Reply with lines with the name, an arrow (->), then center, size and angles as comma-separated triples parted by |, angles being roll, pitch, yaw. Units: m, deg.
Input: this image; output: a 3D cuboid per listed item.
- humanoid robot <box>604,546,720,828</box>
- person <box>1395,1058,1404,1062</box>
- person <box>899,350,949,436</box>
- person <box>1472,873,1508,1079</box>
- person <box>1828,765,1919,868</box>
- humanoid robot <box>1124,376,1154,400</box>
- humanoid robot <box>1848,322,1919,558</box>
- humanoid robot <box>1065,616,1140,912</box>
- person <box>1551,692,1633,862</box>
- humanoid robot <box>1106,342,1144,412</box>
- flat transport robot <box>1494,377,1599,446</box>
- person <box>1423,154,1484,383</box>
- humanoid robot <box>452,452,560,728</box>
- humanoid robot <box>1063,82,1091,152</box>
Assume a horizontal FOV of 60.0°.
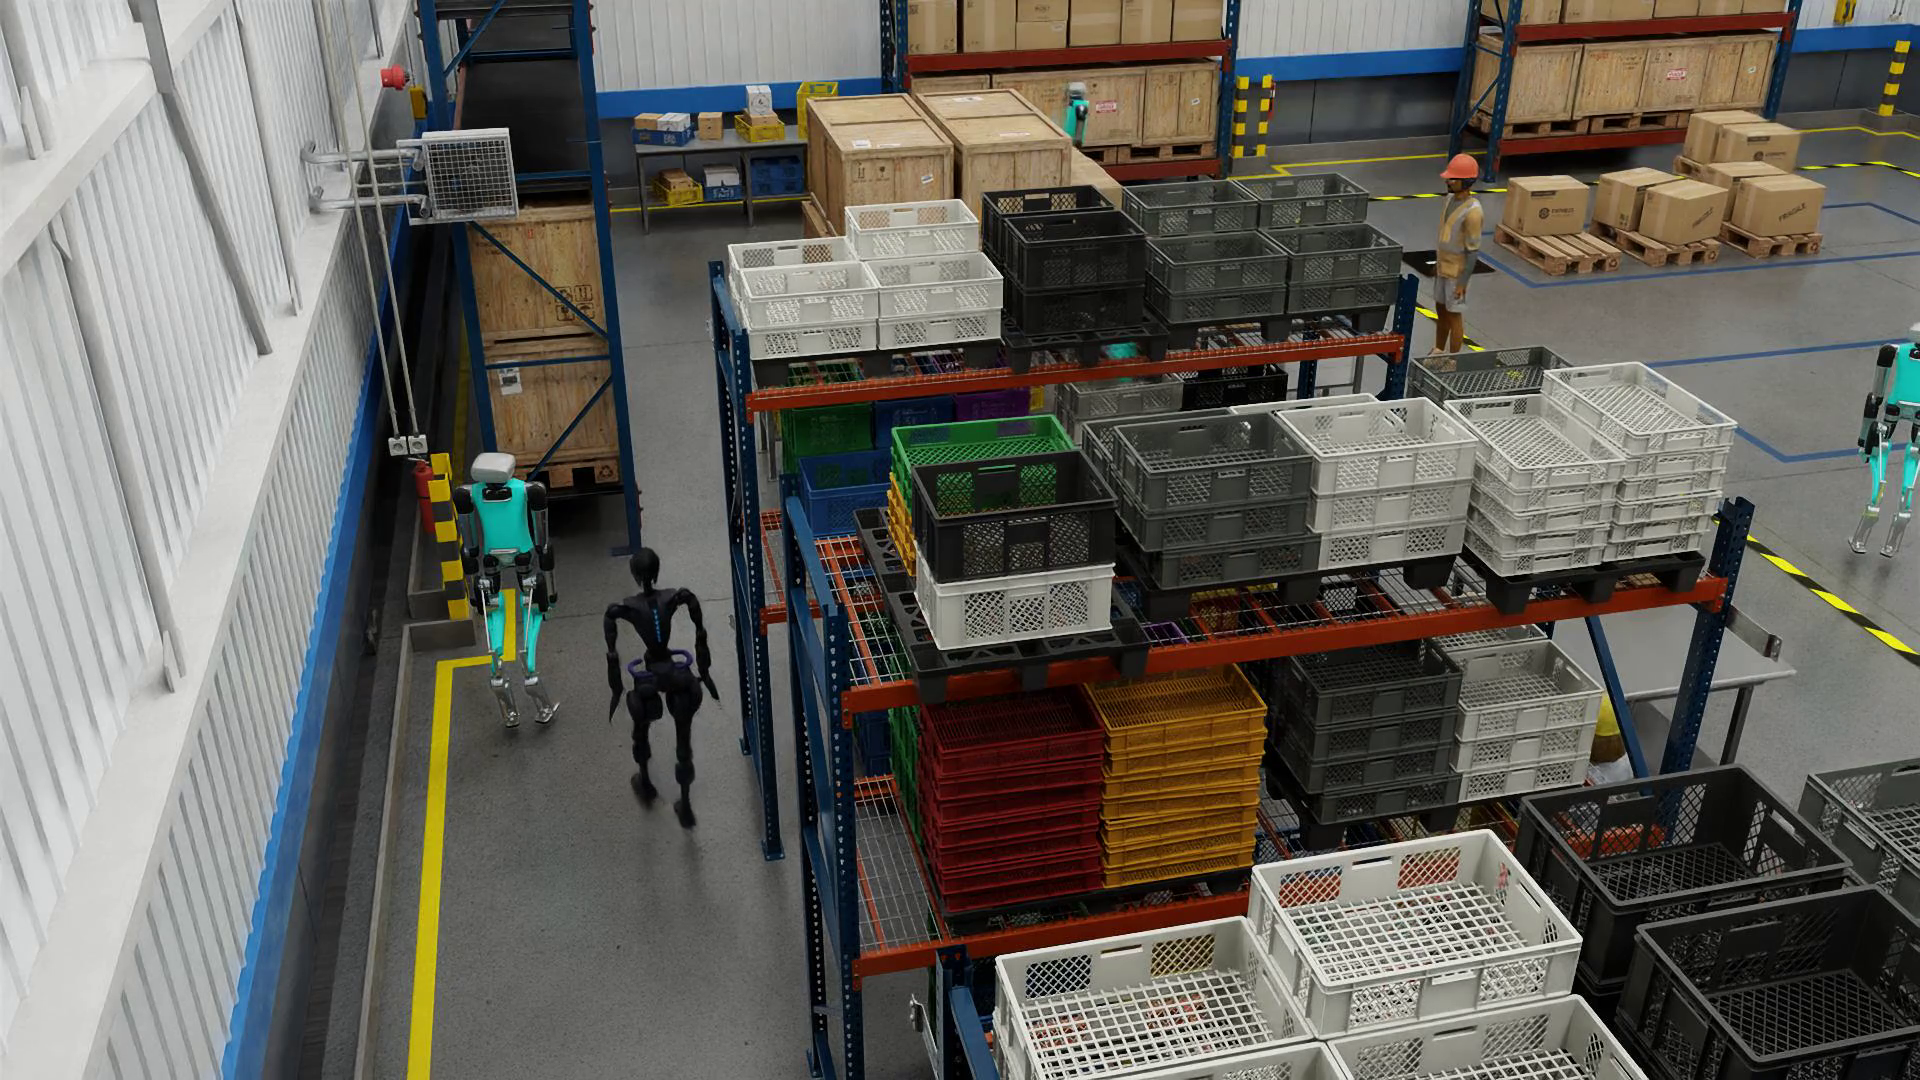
humanoid robot -> -1.638, 0.769, 9.088 | 0.613, 1.635, 0.592 | -11, 30, -21
person -> 1.627, 2.383, 5.838 | 0.493, 1.837, 0.540 | -1, 28, -1
person -> -0.280, -0.906, 12.007 | 0.833, 1.915, 0.545 | 8, 29, 14
person -> 1.872, 2.012, 6.359 | 0.686, 2.010, 0.648 | -5, 28, -9
person -> 3.778, 1.736, 7.017 | 0.850, 1.888, 0.606 | -9, 29, -17
humanoid robot -> 1.250, -0.448, 11.375 | 0.349, 1.644, 0.589 | -21, 34, -34
humanoid robot -> 6.519, -0.635, 11.533 | 0.533, 1.677, 0.735 | 13, 30, 23
humanoid robot -> 0.799, 1.217, 8.233 | 0.778, 1.831, 0.557 | 10, 29, 18
person -> 2.821, 1.458, 7.697 | 0.492, 1.742, 0.319 | -14, 31, -25
humanoid robot -> 1.001, -0.860, 12.230 | 0.775, 1.902, 0.576 | -8, 29, -16
flat transport robot -> 4.780, -1.036, 14.013 | 0.659, 0.231, 1.431 | -6, 28, -12
person -> 4.325, -2.386, 14.672 | 0.391, 2.044, 0.607 | -3, 28, -6
humanoid robot -> -2.621, 0.373, 9.620 | 0.533, 1.677, 0.735 | -2, 28, -4
humanoid robot -> 0.958, -4.108, 18.310 | 0.909, 1.820, 0.558 | -3, 28, -6
